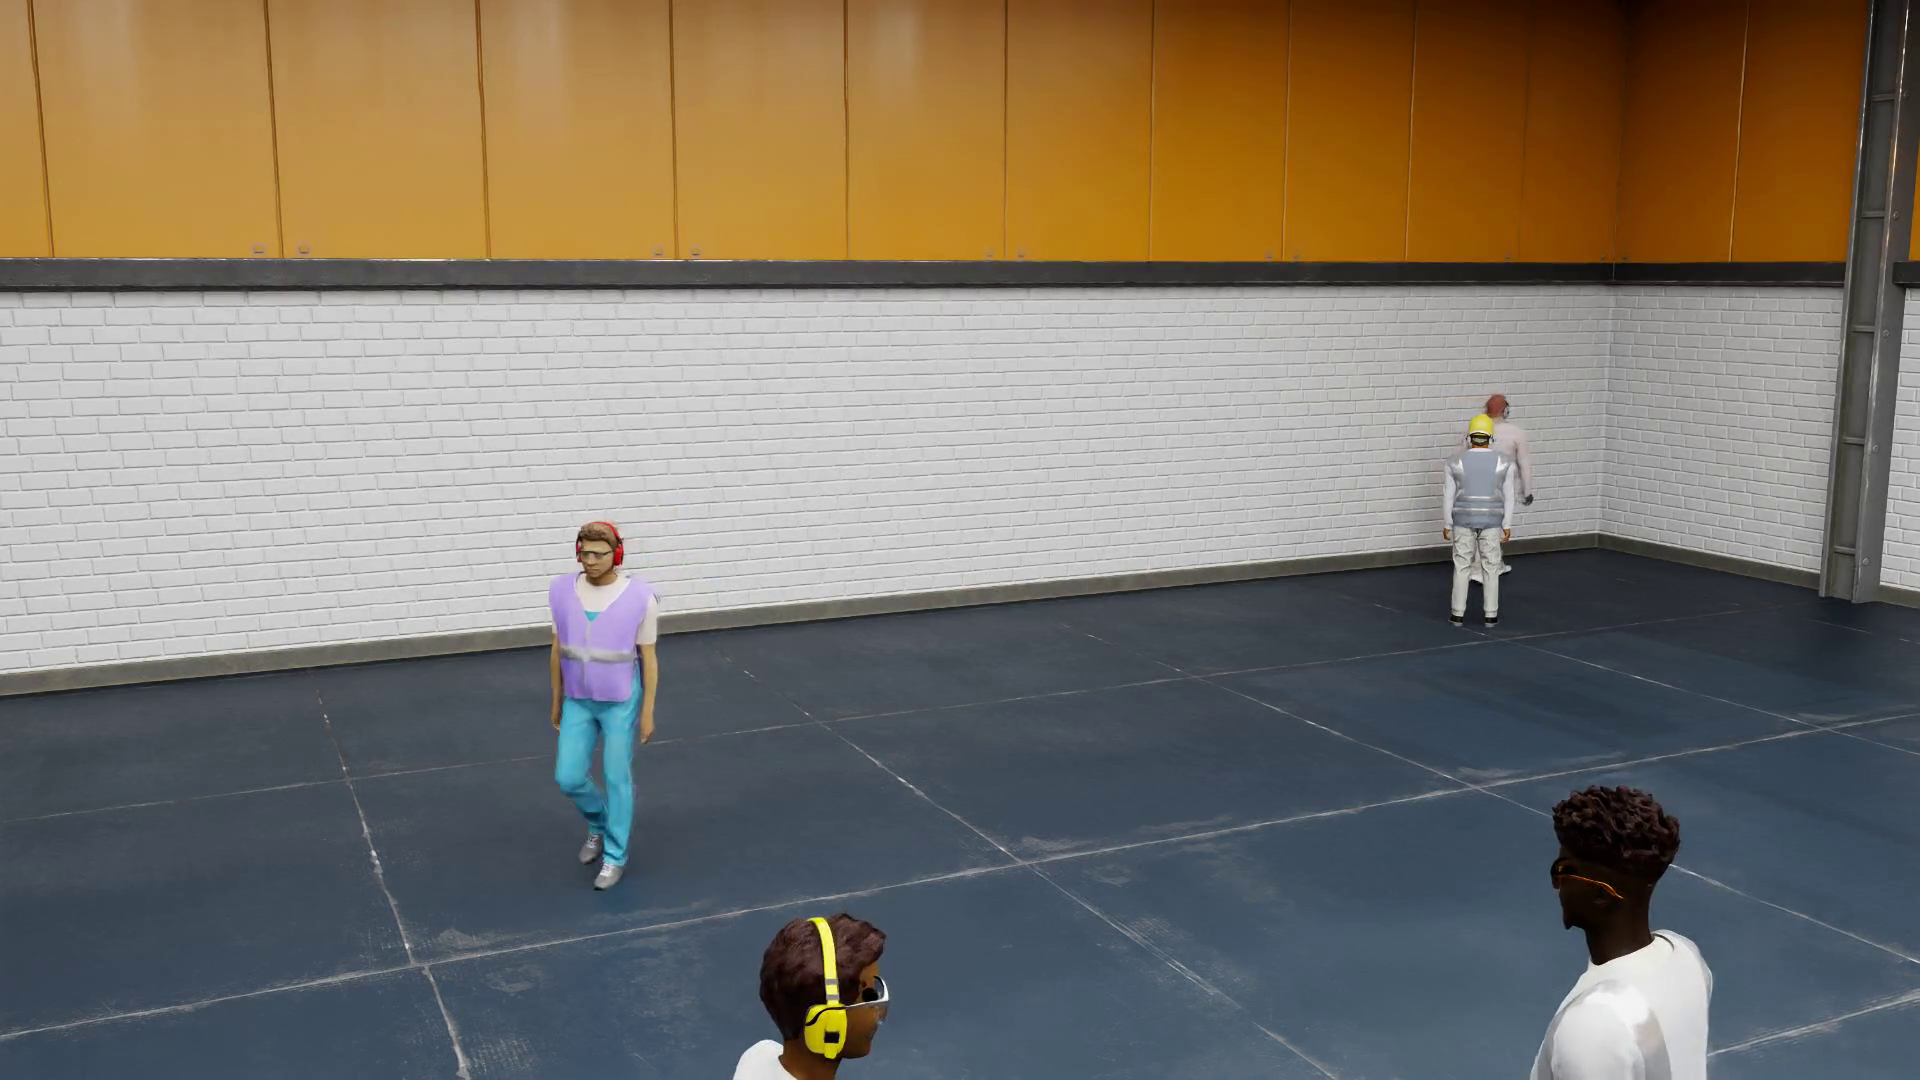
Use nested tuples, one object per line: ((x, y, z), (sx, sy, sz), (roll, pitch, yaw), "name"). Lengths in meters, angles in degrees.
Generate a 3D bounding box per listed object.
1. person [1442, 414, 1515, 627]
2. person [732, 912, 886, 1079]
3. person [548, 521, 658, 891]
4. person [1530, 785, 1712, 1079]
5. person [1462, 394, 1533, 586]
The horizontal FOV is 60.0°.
((4.422, -0.163, 14.220), (0.589, 1.833, 0.404), (2, 9, 13), "person")
((-0.297, 1.610, 3.175), (0.326, 1.857, 0.499), (-4, 10, -22), "person")
((-1.755, 0.806, 8.195), (0.579, 1.830, 0.438), (2, 9, 11), "person")
((1.388, 1.485, 3.584), (0.362, 1.963, 0.613), (7, 12, 37), "person")
((5.225, -0.493, 16.251), (1.037, 1.858, 0.640), (-9, 13, -43), "person")
